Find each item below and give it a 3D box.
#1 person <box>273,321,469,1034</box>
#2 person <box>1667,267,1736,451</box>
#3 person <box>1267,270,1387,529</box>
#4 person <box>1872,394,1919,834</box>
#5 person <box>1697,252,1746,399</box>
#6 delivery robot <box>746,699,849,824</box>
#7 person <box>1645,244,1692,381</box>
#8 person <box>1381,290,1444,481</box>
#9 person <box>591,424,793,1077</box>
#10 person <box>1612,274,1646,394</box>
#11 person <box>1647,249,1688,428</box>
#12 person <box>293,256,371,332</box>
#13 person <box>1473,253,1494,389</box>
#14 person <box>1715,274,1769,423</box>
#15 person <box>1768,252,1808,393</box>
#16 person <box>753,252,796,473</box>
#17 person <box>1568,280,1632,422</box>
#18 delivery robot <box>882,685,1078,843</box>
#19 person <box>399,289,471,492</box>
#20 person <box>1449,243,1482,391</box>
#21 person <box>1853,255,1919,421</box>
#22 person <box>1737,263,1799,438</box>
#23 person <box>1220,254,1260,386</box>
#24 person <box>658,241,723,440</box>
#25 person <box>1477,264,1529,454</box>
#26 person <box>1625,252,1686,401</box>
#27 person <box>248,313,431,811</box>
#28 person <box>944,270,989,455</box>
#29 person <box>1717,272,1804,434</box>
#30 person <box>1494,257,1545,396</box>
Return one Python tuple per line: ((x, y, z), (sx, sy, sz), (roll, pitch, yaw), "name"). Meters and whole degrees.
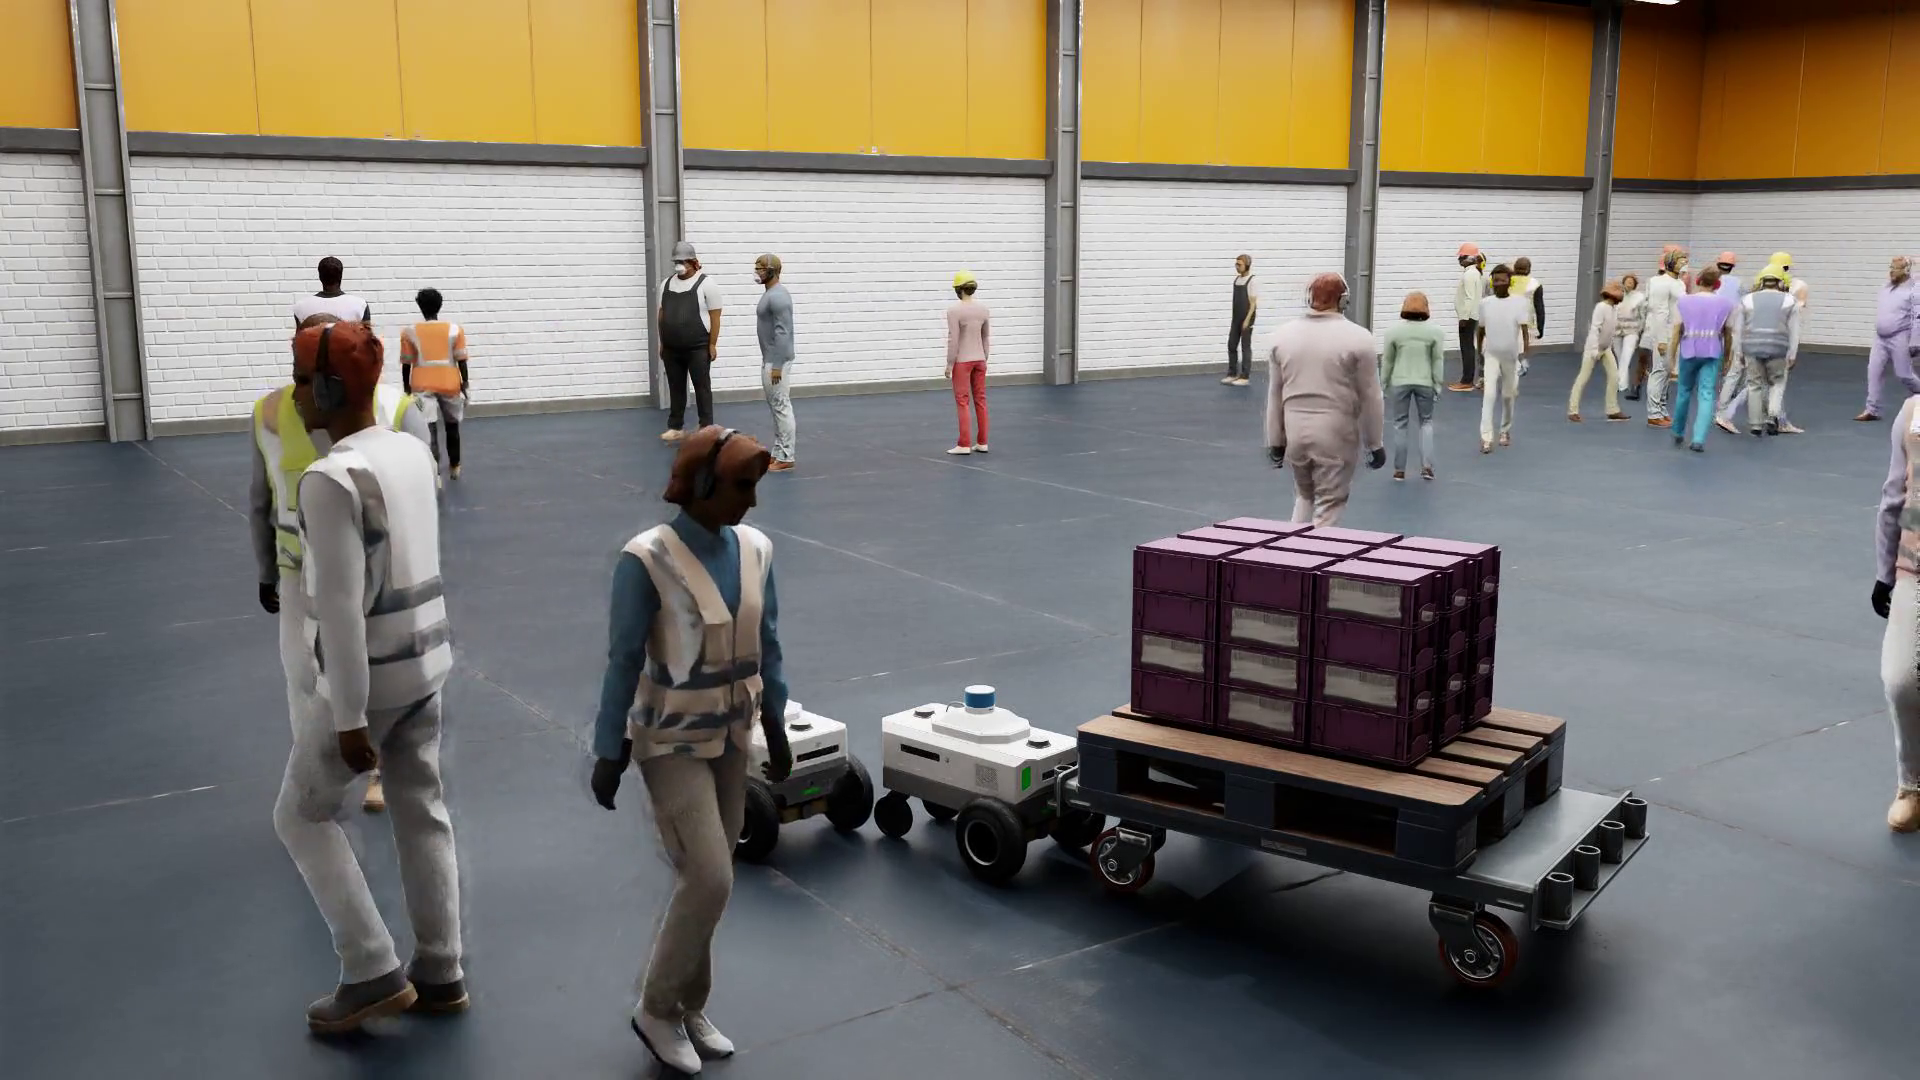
((-1.552, 0.366, 4.355), (0.504, 1.866, 0.583), (2, 11, 12), "person")
((7.291, -1.793, 16.409), (0.580, 1.780, 0.987), (3, 11, 18), "person")
((2.089, -0.571, 9.439), (0.640, 1.889, 0.513), (10, 14, 42), "person")
((3.418, 0.153, 5.601), (0.648, 1.830, 0.444), (9, 14, 40), "person")
((9.872, -2.778, 21.553), (0.586, 1.874, 1.021), (1, 10, 5), "person")
((-0.718, 0.702, 5.845), (0.477, 0.478, 0.707), (-10, 14, -42), "delivery robot")
((10.259, -3.316, 24.283), (0.618, 1.955, 0.930), (-4, 11, -22), "person")
((3.838, -1.303, 14.152), (0.511, 1.630, 0.337), (2, 11, 12), "person")
((-0.634, 0.525, 4.141), (0.421, 1.611, 0.563), (7, 13, 34), "person")
((8.839, -2.742, 22.149), (0.517, 1.584, 0.907), (9, 13, 39), "person")
((7.750, -2.197, 18.197), (0.372, 1.940, 0.632), (8, 13, 36), "person")
((-5.029, -1.319, 13.437), (0.592, 1.920, 0.392), (-3, 11, -15), "person")
((7.075, -2.997, 22.789), (0.309, 1.864, 0.535), (-6, 12, -29), "person")
((8.777, -2.106, 18.416), (0.936, 1.680, 0.499), (-4, 11, -23), "person")
((9.727, -2.465, 19.784), (0.582, 1.900, 0.488), (9, 14, 40), "person")
((-1.637, -1.566, 14.733), (0.356, 1.938, 0.633), (-2, 11, -12), "person")
((7.188, -2.108, 18.664), (0.560, 1.596, 0.570), (-8, 13, -38), "person")
((0.066, 0.738, 5.648), (0.707, 0.478, 0.477), (9, 14, 42), "delivery robot")
((-4.357, -1.254, 13.810), (0.546, 1.641, 0.873), (-4, 11, -20), "person")
((6.851, -3.015, 22.528), (0.390, 1.992, 0.624), (4, 11, 22), "person")
((10.615, -2.265, 18.759), (0.828, 1.883, 0.651), (-3, 11, -16), "person")
((8.346, -1.953, 17.222), (0.590, 1.810, 0.422), (6, 12, 28), "person")
((3.946, -3.075, 23.296), (0.409, 1.841, 0.524), (-7, 12, -32), "person")
((-2.792, -2.013, 16.909), (0.690, 2.000, 0.538), (4, 11, 19), "person")
((5.303, -1.780, 16.263), (0.522, 1.826, 0.963), (4, 11, 19), "person")
((8.754, -2.679, 20.995), (0.815, 1.880, 0.625), (-7, 12, -34), "person")
((-2.152, 0.130, 5.782), (0.653, 1.808, 0.813), (-2, 10, -10), "person")
((0.057, -1.694, 15.918), (0.533, 1.765, 0.329), (-9, 14, -42), "person")
((8.468, -1.964, 17.508), (0.906, 1.724, 0.541), (1, 10, 7), "person")
((7.389, -2.822, 22.008), (0.676, 1.798, 0.907), (7, 13, 35), "person")
